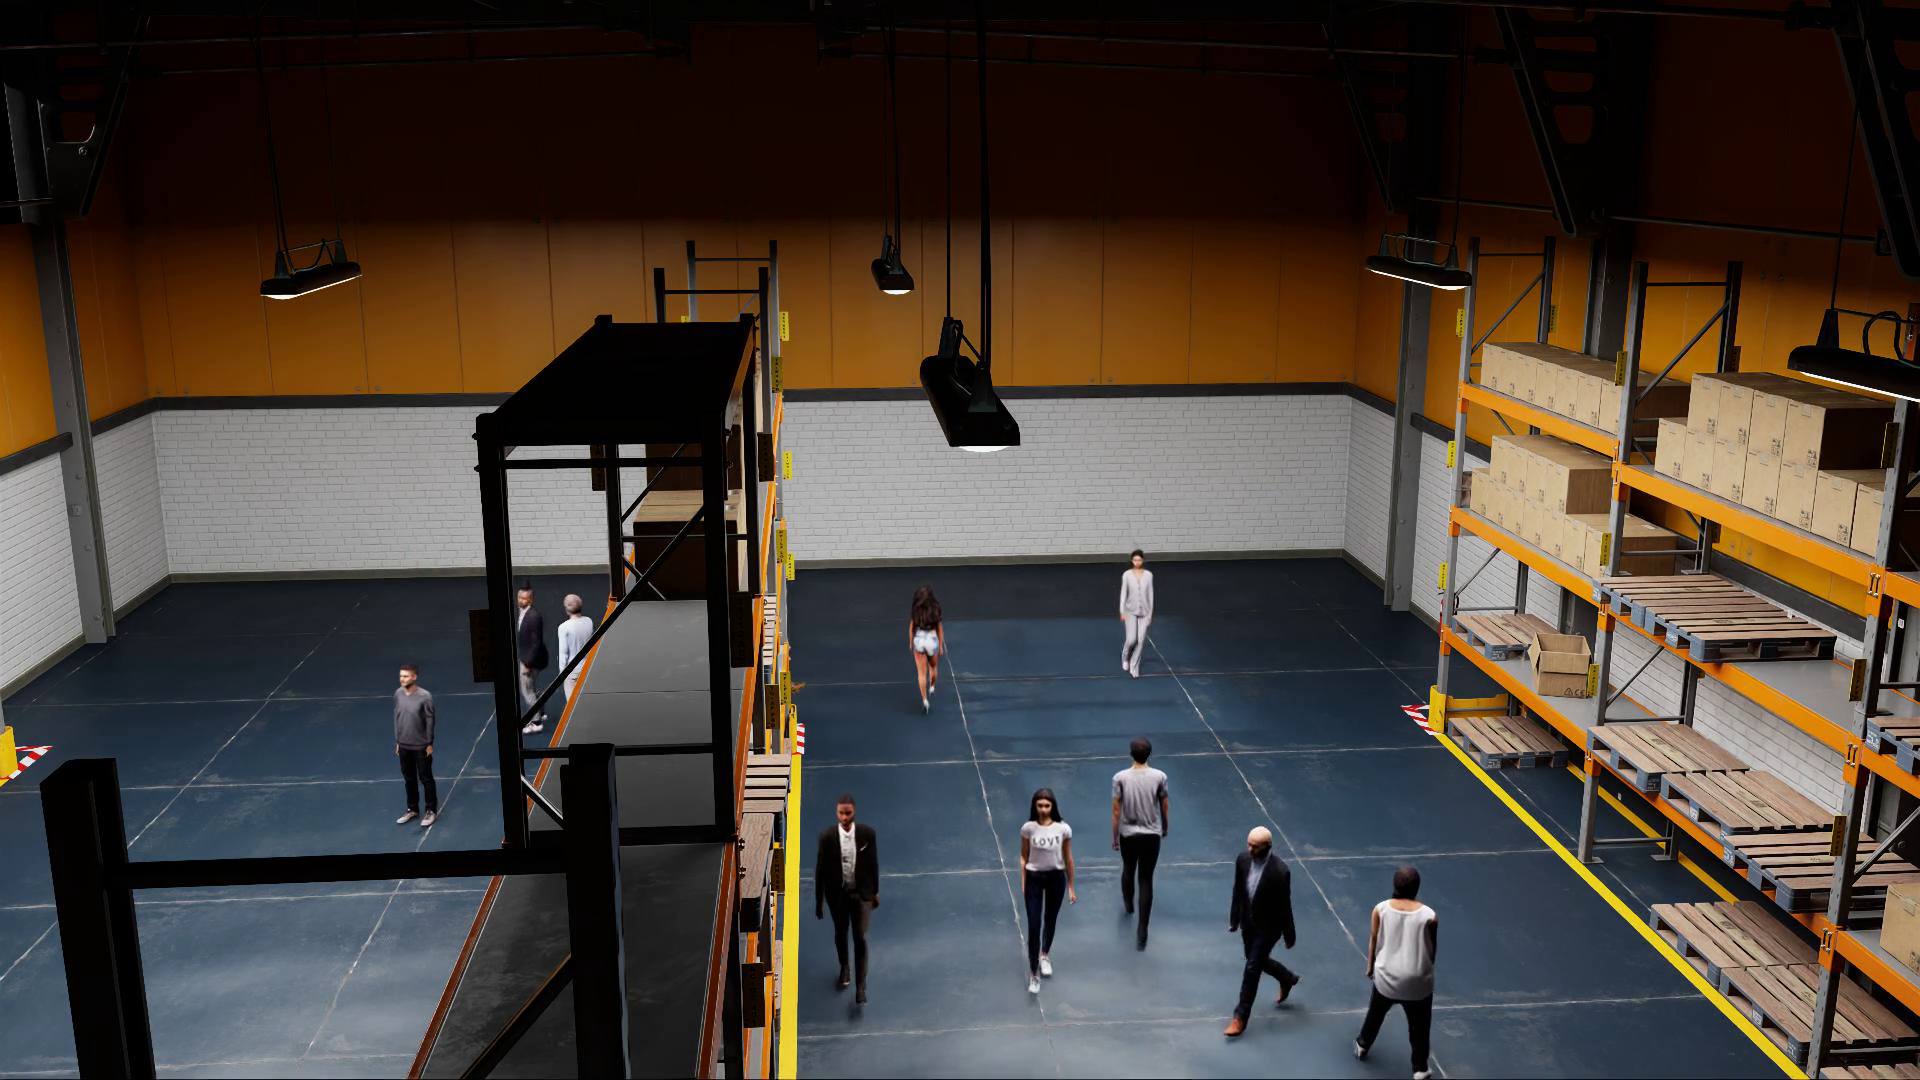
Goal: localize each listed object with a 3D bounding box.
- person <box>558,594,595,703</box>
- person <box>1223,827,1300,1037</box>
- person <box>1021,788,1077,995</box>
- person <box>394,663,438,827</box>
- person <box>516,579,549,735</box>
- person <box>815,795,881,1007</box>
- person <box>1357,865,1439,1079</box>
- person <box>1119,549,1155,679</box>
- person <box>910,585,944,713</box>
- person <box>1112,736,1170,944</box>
[{"bbox_3d":[-4.534,1.556,19.789,0.803,1.890,0.747,12,18,40],"label":"person"},{"bbox_3d":[2.502,3.132,13.552,1.195,1.763,1.199,-11,18,-39],"label":"person"},{"bbox_3d":[0.734,2.946,14.349,0.645,1.750,0.938,-1,14,-3],"label":"person"},{"bbox_3d":[-5.769,2.150,17.614,0.687,1.760,0.662,4,14,16],"label":"person"},{"bbox_3d":[-5.156,1.422,20.247,0.932,1.935,0.811,-6,15,-24],"label":"person"},{"bbox_3d":[-0.954,2.988,14.134,0.691,1.768,1.047,-1,14,-5],"label":"person"},{"bbox_3d":[3.408,3.339,12.905,0.921,1.666,0.934,8,16,30],"label":"person"},{"bbox_3d":[2.380,0.968,22.489,0.586,1.762,0.668,-1,14,-3],"label":"person"},{"bbox_3d":[-0.432,1.404,21.050,0.610,1.593,0.958,0,14,-1],"label":"person"},{"bbox_3d":[1.640,2.737,15.058,0.847,1.823,1.233,2,14,7],"label":"person"}]
